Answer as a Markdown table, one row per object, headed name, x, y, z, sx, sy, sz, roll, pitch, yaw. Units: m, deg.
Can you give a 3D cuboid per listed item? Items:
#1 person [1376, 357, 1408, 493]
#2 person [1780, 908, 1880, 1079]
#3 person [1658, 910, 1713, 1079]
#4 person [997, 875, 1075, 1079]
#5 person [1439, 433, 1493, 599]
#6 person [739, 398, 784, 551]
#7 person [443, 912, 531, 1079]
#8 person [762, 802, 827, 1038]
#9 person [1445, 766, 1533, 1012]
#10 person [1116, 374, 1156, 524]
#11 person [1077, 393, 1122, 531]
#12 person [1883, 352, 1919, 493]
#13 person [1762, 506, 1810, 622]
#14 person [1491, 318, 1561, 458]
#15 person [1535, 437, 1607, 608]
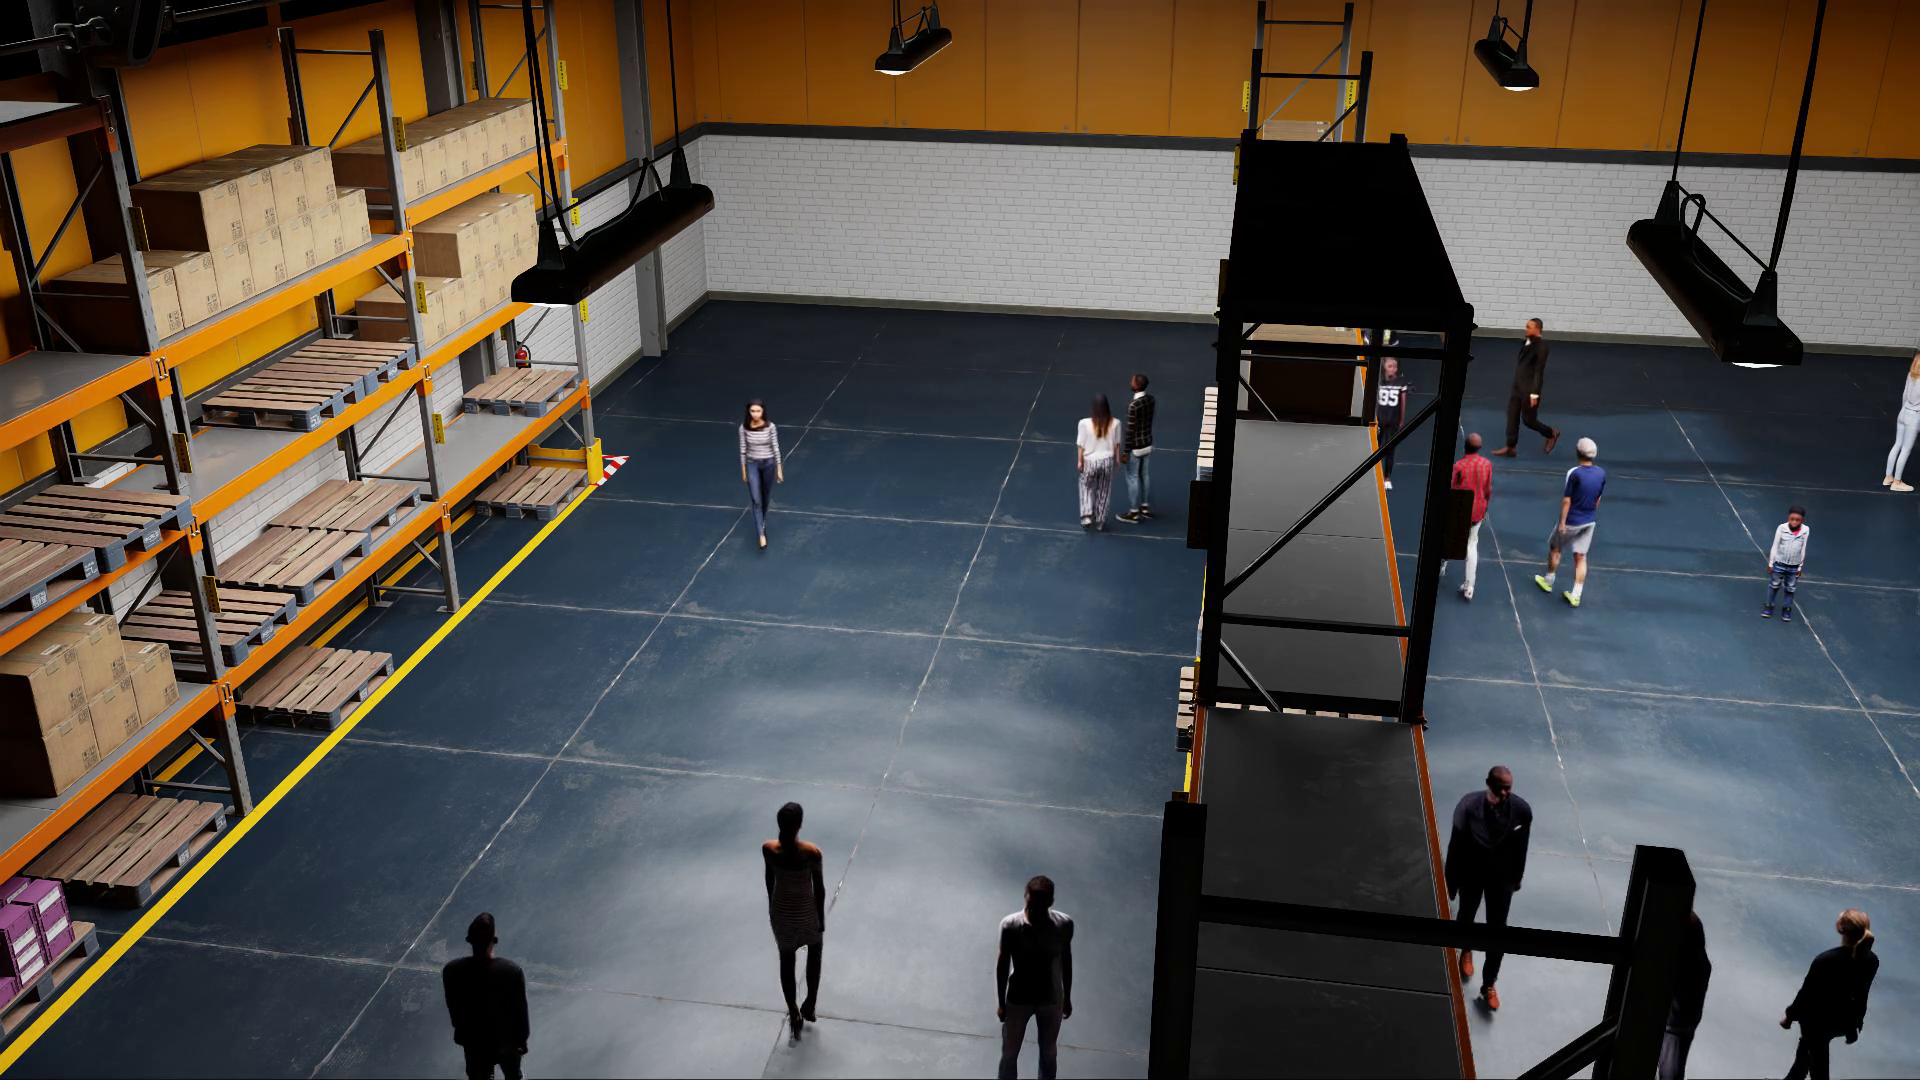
| name | x | y | z | sx | sy | sz | roll | pitch | yaw |
| --- | --- | --- | --- | --- | --- | --- | --- | --- | --- |
| person | 5.324 | -1.505 | 20.899 | 0.639 | 1.694 | 1.094 | 3 | 24 | 7 |
| person | 5.453 | 3.107 | 10.382 | 0.941 | 1.667 | 1.156 | -7 | 25 | -16 |
| person | 4.419 | 3.001 | 10.512 | 0.687 | 1.757 | 0.687 | 10 | 25 | 21 |
| person | 0.472 | 2.907 | 10.607 | 0.708 | 1.852 | 0.660 | -3 | 24 | -8 |
| person | 5.478 | -0.244 | 17.911 | 0.941 | 1.776 | 1.263 | -3 | 24 | -6 |
| person | -2.302 | -0.808 | 19.238 | 0.882 | 1.747 | 1.202 | -4 | 24 | -10 |
| person | -2.891 | 3.120 | 10.166 | 0.882 | 1.816 | 1.197 | -3 | 24 | -7 |
| person | -1.153 | 2.627 | 11.298 | 0.596 | 1.812 | 0.566 | 3 | 24 | 7 |
| person | 3.760 | 2.359 | 11.931 | 0.720 | 1.797 | 0.934 | 5 | 24 | 10 |
| person | 2.131 | -1.111 | 19.838 | 0.805 | 1.821 | 0.689 | 20 | 31 | 38 |
| person | 1.633 | -0.890 | 19.522 | 0.724 | 1.671 | 0.696 | 1 | 24 | 1 |
| person | 11.865 | -1.499 | 20.758 | 0.690 | 1.796 | 0.518 | -1 | 24 | -2 |
| person | 8.711 | 0.220 | 17.498 | 0.522 | 1.258 | 0.539 | 10 | 25 | 21 |
| person | 7.486 | -1.954 | 21.695 | 0.999 | 1.879 | 1.148 | -3 | 24 | -7 |
| person | 6.611 | -0.156 | 17.677 | 0.880 | 1.804 | 1.018 | -6 | 24 | -13 |
